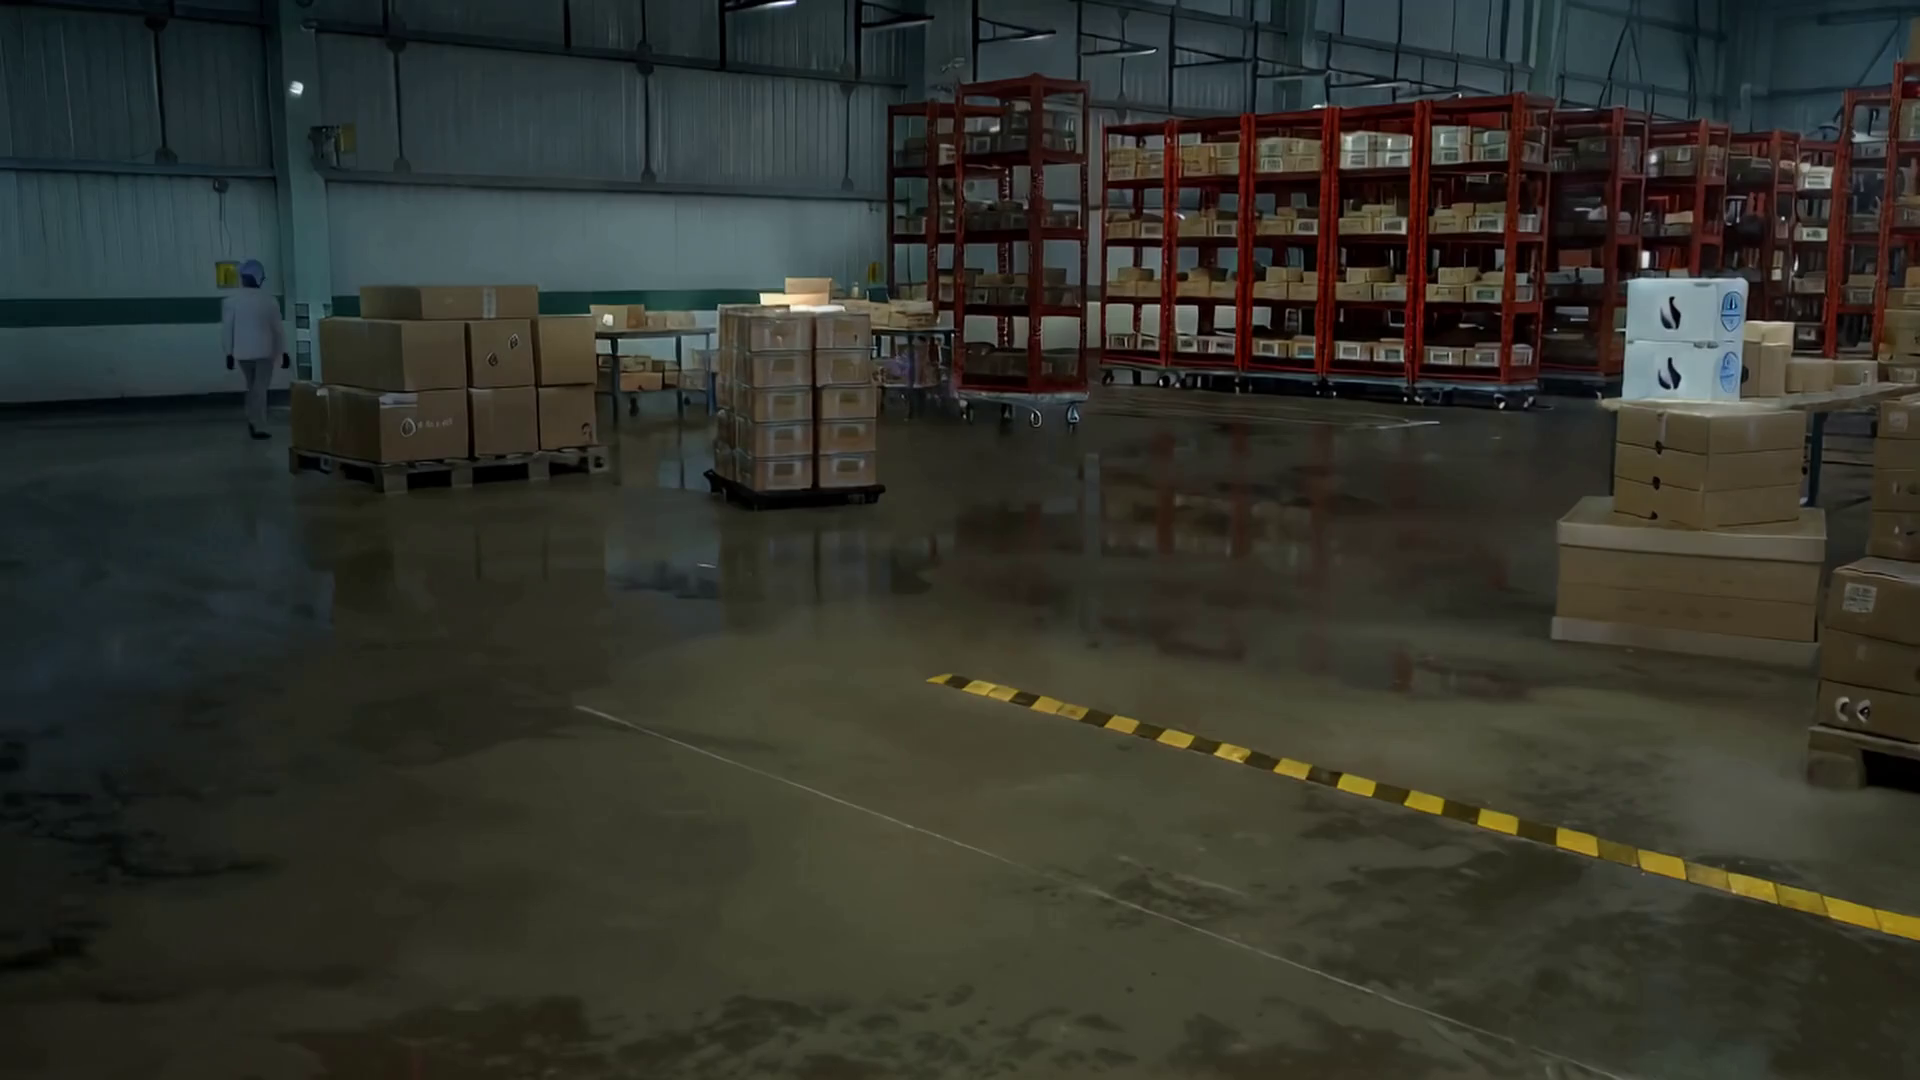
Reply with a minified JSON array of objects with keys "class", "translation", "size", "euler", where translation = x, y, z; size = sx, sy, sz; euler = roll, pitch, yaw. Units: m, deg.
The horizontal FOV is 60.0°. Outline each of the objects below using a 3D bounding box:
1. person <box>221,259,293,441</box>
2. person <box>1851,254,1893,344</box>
[{"class":"person","translation":[-6.769,-1.832,16.060],"size":[0.567,1.730,0.531],"euler":[1,10,8]},{"class":"person","translation":[14.515,-3.625,26.511],"size":[0.380,1.845,0.570],"euler":[-6,11,-33]}]
